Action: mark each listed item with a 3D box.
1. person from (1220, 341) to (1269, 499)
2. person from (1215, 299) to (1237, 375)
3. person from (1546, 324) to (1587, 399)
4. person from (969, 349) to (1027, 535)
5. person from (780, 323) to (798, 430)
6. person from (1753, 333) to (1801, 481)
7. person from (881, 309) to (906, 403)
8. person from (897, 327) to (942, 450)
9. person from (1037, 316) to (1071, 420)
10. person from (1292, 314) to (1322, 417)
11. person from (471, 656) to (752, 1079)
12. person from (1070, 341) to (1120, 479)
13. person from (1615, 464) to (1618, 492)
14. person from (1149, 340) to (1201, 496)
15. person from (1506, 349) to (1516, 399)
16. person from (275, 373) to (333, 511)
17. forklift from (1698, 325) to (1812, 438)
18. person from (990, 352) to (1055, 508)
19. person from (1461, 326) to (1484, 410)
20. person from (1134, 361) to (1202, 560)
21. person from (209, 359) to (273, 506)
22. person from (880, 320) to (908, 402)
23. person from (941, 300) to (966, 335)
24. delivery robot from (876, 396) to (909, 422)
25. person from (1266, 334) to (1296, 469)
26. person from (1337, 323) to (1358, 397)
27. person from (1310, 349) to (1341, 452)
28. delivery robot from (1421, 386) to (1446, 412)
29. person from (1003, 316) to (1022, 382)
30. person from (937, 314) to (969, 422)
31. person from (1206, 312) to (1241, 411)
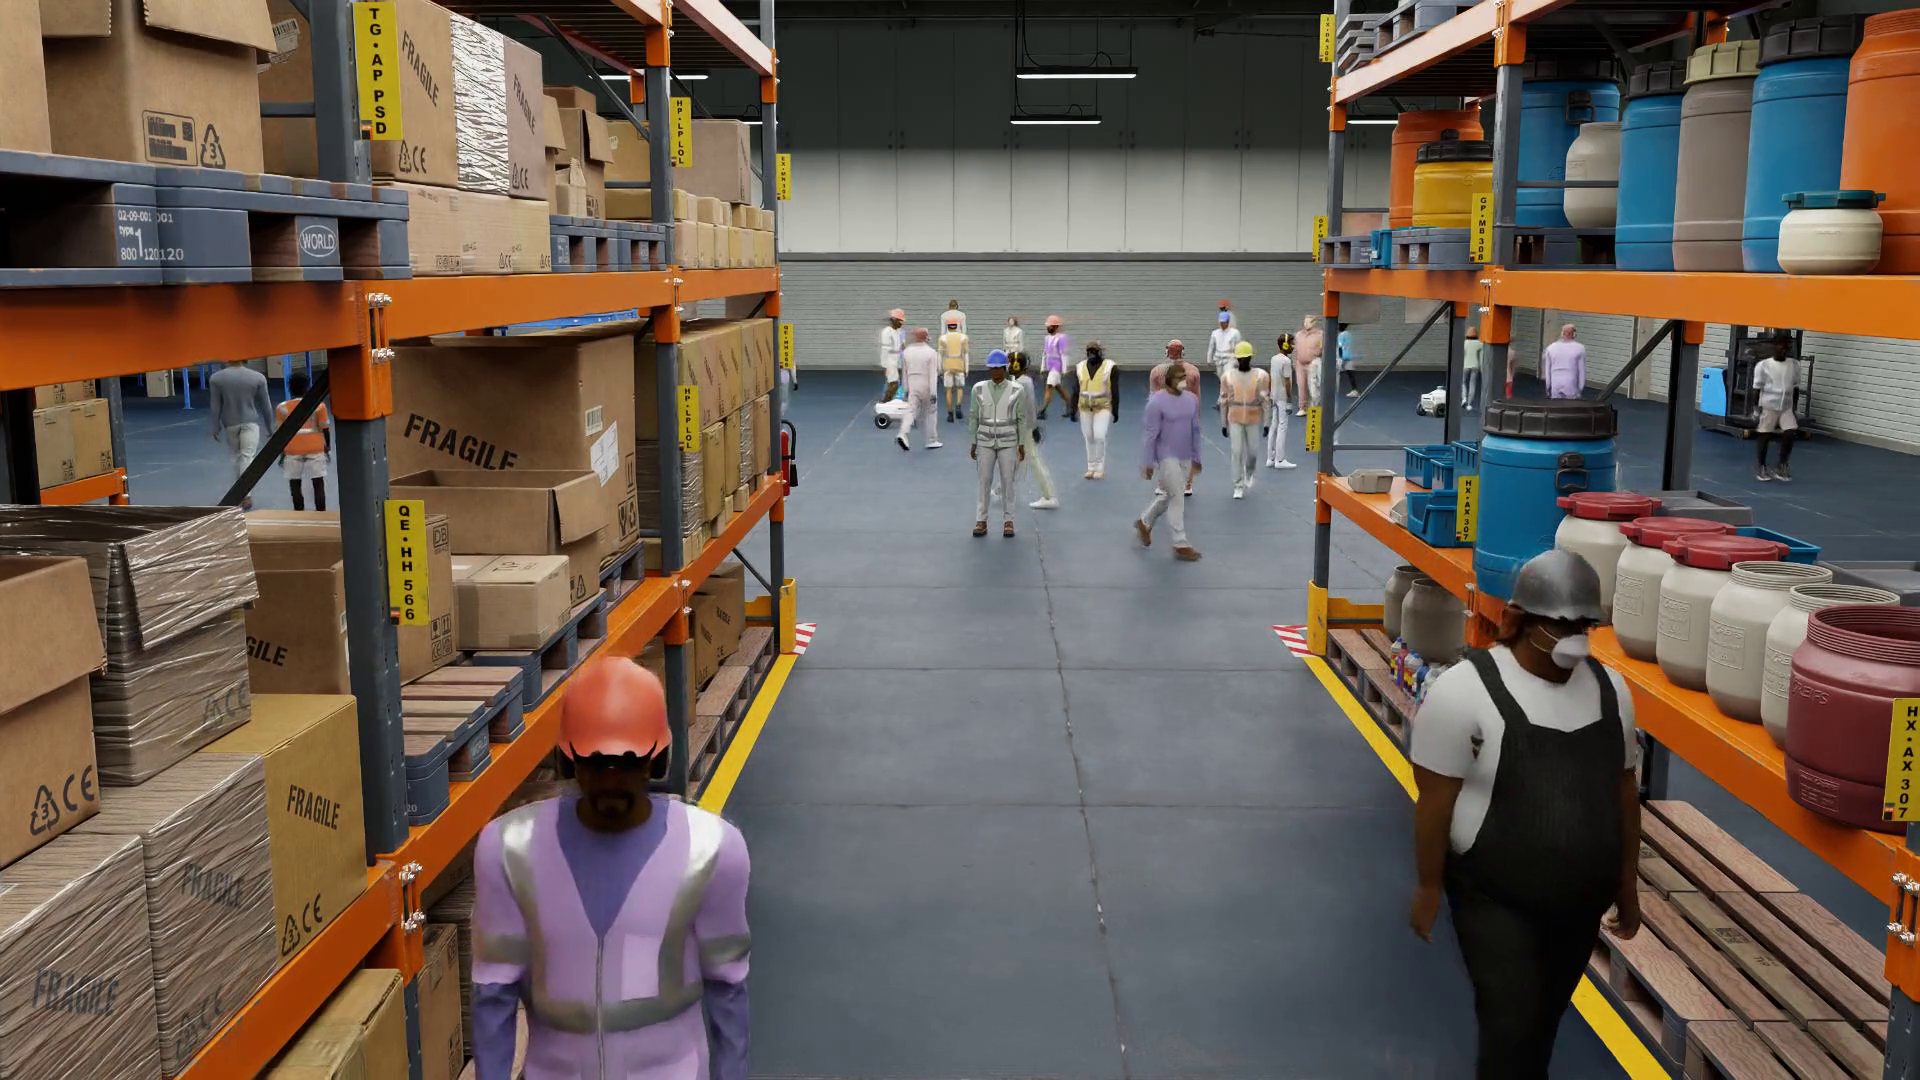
[{"bbox_3d":[3.470,-1.479,20.305,0.598,1.903,0.581,1,10,8],"label":"person"},{"bbox_3d":[6.932,-5.193,42.490,0.852,1.946,0.622,-6,11,-30],"label":"person"},{"bbox_3d":[9.488,-2.434,26.059,0.644,1.895,0.449,7,12,38],"label":"person"},{"bbox_3d":[0.394,-1.022,17.442,0.604,1.949,0.398,2,10,10],"label":"person"},{"bbox_3d":[-2.983,-2.631,27.204,0.620,1.904,0.784,4,10,22],"label":"person"},{"bbox_3d":[10.634,-1.712,21.581,0.650,1.937,0.712,0,9,1],"label":"person"},{"bbox_3d":[-1.225,-3.187,30.211,0.495,2.011,0.647,3,10,18],"label":"person"},{"bbox_3d":[-0.618,-2.311,25.387,0.649,1.873,0.897,6,11,33],"label":"person"},{"bbox_3d":[1.748,-3.170,30.530,1.014,1.896,0.557,-5,11,-28],"label":"person"},{"bbox_3d":[6.528,-3.262,31.044,0.649,1.889,0.616,7,12,38],"label":"person"},{"bbox_3d":[-0.780,1.216,3.867,0.615,2.015,0.896,0,9,-1],"label":"person"},{"bbox_3d":[1.736,-1.702,21.890,0.650,1.819,0.638,5,10,25],"label":"person"},{"bbox_3d":[4.288,0.043,11.462,0.519,1.827,0.801,0,9,1],"label":"person"},{"bbox_3d":[2.626,-1.496,20.406,0.639,1.911,0.406,0,9,1],"label":"person"},{"bbox_3d":[9.063,-2.630,27.749,0.540,1.729,0.892,-2,10,-14],"label":"person"},{"bbox_3d":[-6.973,-0.927,17.690,0.570,1.676,0.381,-4,10,-21],"label":"person"},{"bbox_3d":[13.248,-3.165,27.620,1.129,2.768,1.873,0,9,1],"label":"forklift"},{"bbox_3d":[0.678,-1.292,19.485,1.005,1.807,0.521,3,10,18],"label":"person"},{"bbox_3d":[9.911,-3.338,32.304,0.505,1.622,0.356,2,10,9],"label":"person"},{"bbox_3d":[2.033,-0.805,16.279,0.633,1.914,0.915,-7,12,-38],"label":"person"},{"bbox_3d":[-8.499,-1.365,19.696,0.651,1.890,1.033,-3,10,-15],"label":"person"},{"bbox_3d":[-1.289,-3.663,33.710,0.955,1.791,0.591,9,13,43],"label":"person"},{"bbox_3d":[-0.156,-4.962,41.093,0.628,1.933,0.378,1,9,3],"label":"person"},{"bbox_3d":[-1.097,-2.262,28.885,0.707,0.478,0.477,0,10,2],"label":"delivery robot"},{"bbox_3d":[4.488,-1.940,23.194,0.315,1.865,0.526,-3,10,-17],"label":"person"},{"bbox_3d":[8.104,-3.875,35.408,0.893,1.642,0.553,7,12,36],"label":"person"},{"bbox_3d":[5.551,-2.204,25.292,0.491,1.694,0.915,0,9,-2],"label":"person"},{"bbox_3d":[8.954,-2.626,31.064,0.707,0.478,0.477,-7,12,-34],"label":"delivery robot"},{"bbox_3d":[1.214,-4.319,38.129,0.536,1.625,0.387,7,12,35],"label":"person"},{"bbox_3d":[-0.131,-3.098,29.964,0.565,1.917,0.436,-1,10,-6],"label":"person"},{"bbox_3d":[5.099,-3.461,32.223,0.641,1.891,1.021,6,11,33],"label":"person"}]
